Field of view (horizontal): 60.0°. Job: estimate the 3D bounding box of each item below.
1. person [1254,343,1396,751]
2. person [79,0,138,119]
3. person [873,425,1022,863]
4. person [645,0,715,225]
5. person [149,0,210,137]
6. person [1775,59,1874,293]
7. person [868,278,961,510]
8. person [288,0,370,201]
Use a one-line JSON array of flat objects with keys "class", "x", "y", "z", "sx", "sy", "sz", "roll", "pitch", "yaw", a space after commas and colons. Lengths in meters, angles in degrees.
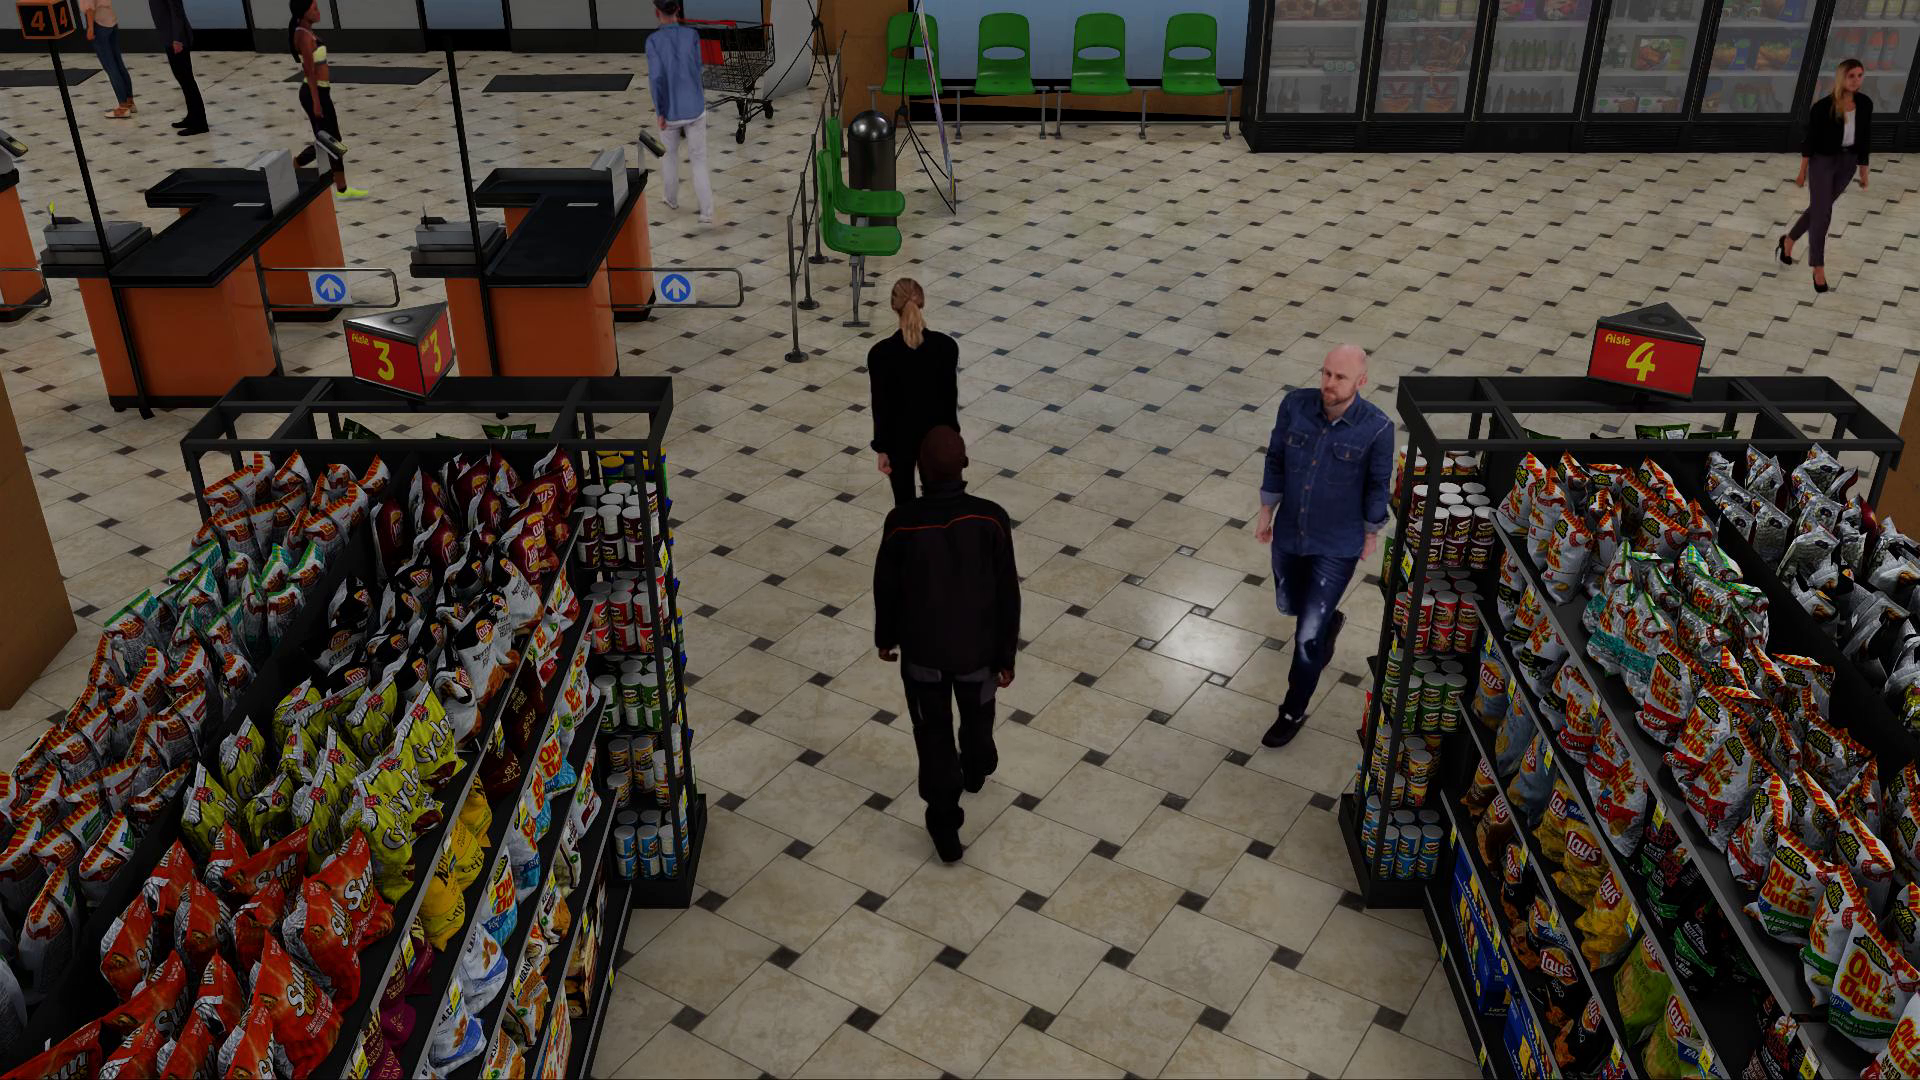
[{"class": "person", "x": 1.570, "y": -0.024, "z": 7.217, "sx": 1.134, "sy": 1.798, "sz": 1.246, "roll": 21, "pitch": 35, "yaw": 34}, {"class": "person", "x": -8.546, "y": -5.130, "z": 16.575, "sx": 0.641, "sy": 1.792, "sz": 0.451, "roll": 0, "pitch": 29, "yaw": 0}, {"class": "person", "x": -0.043, "y": 0.443, "z": 6.352, "sx": 0.722, "sy": 1.806, "sz": 0.978, "roll": 0, "pitch": 29, "yaw": 0}, {"class": "person", "x": -2.218, "y": -3.436, "z": 13.418, "sx": 0.919, "sy": 1.842, "sz": 1.280, "roll": -11, "pitch": 30, "yaw": -19}, {"class": "person", "x": -7.596, "y": -4.878, "z": 16.061, "sx": 0.875, "sy": 1.841, "sz": 0.741, "roll": -16, "pitch": 32, "yaw": -26}, {"class": "person", "x": 6.400, "y": -2.721, "z": 12.337, "sx": 0.690, "sy": 1.623, "sz": 1.051, "roll": -3, "pitch": 29, "yaw": -6}, {"class": "person", "x": -0.202, "y": -0.409, "z": 8.034, "sx": 0.675, "sy": 1.690, "sz": 0.918, "roll": -4, "pitch": 29, "yaw": -7}, {"class": "person", "x": -5.501, "y": -3.679, "z": 13.977, "sx": 0.819, "sy": 1.735, "sz": 0.972, "roll": -9, "pitch": 30, "yaw": -16}]
